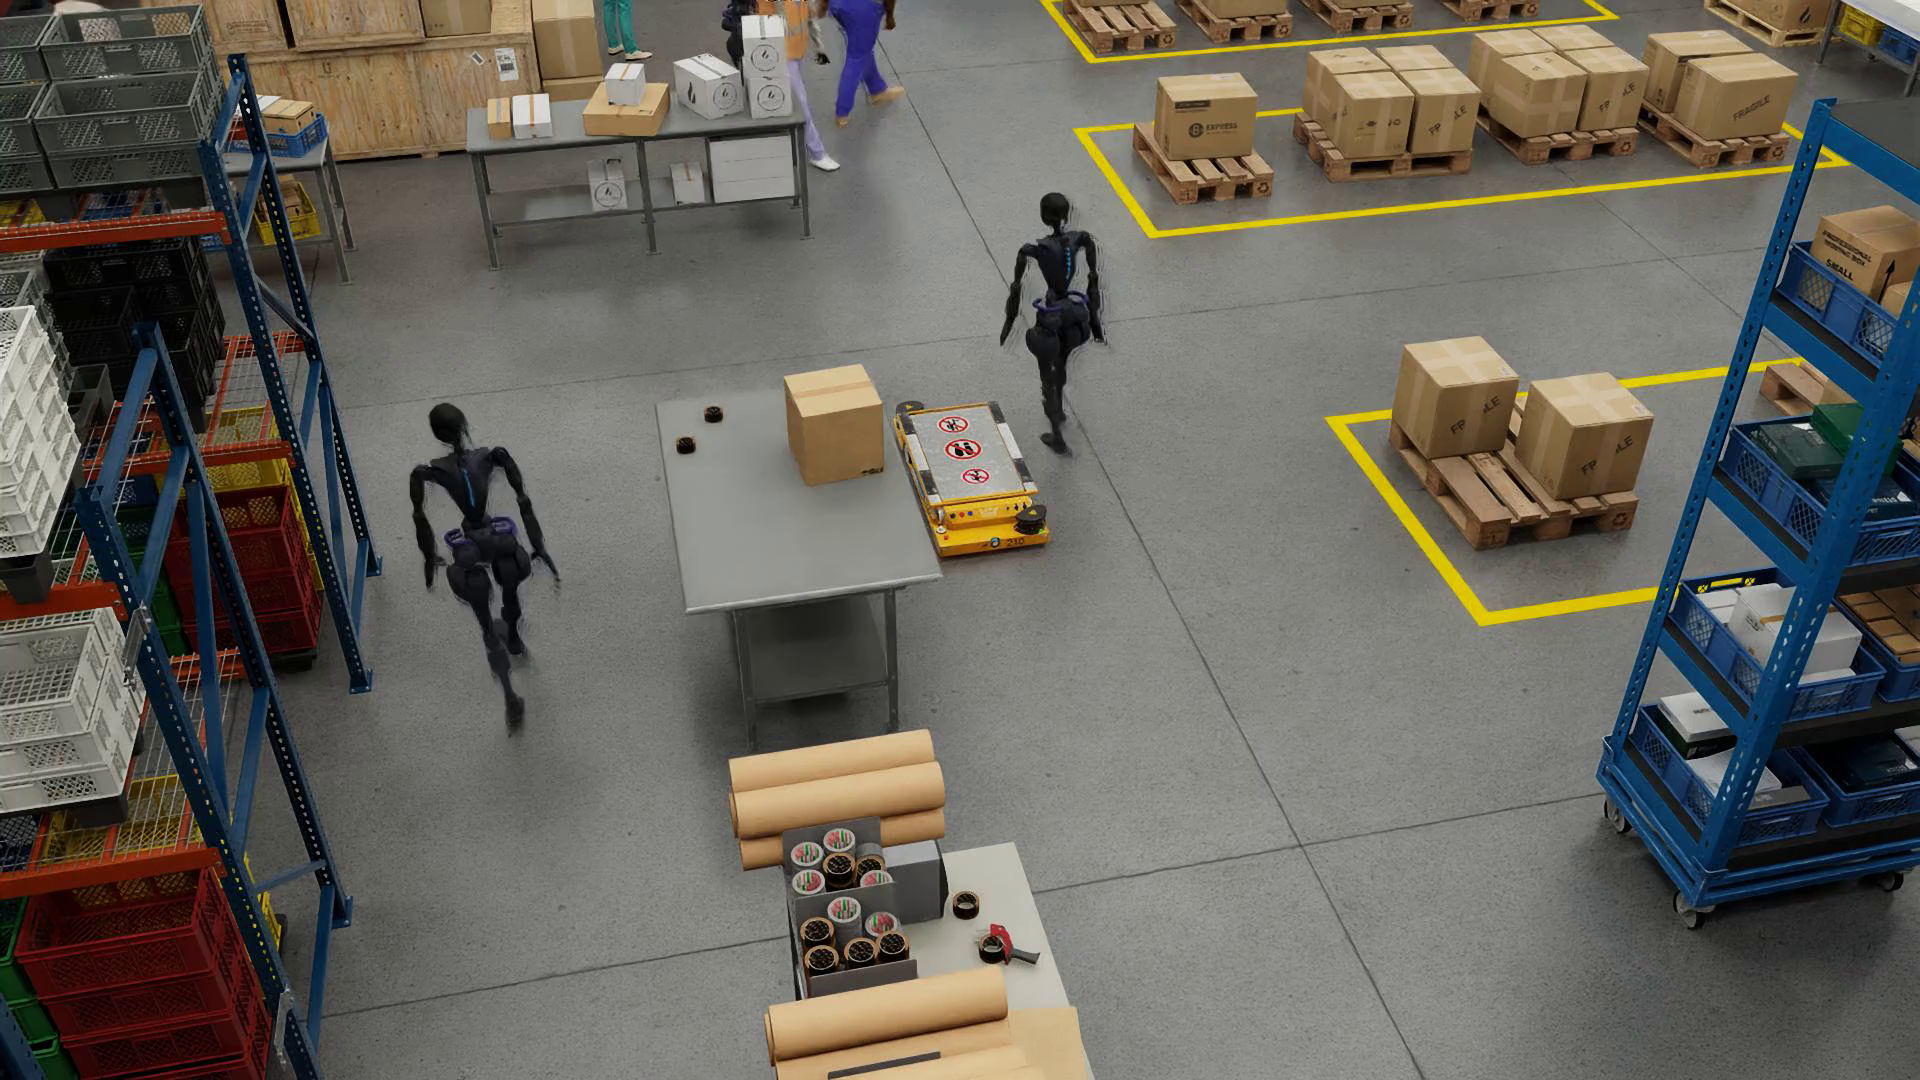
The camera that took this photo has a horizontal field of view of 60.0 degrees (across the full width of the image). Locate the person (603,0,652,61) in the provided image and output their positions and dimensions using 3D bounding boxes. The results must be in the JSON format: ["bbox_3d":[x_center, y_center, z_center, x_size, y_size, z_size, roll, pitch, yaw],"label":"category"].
[{"bbox_3d":[-3.208,-5.388,15.542,0.524,1.765,0.326,31,46,35],"label":"person"}]

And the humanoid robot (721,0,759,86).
[{"bbox_3d":[-1.848,-4.386,14.265,0.368,1.648,0.666,5,37,6],"label":"humanoid robot"}]

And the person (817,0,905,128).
[{"bbox_3d":[-0.836,-4.621,14.282,0.857,2.000,0.712,-29,45,-33],"label":"person"}]

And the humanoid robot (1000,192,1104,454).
[{"bbox_3d":[0.573,-1.357,10.210,0.603,1.638,0.623,-19,40,-23],"label":"humanoid robot"}]

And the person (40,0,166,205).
[{"bbox_3d":[-6.570,-3.440,12.771,0.828,1.955,0.625,10,38,13],"label":"person"}]

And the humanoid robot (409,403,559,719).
[{"bbox_3d":[-2.343,0.095,8.301,0.635,1.637,0.782,-18,40,-23],"label":"humanoid robot"}]

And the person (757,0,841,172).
[{"bbox_3d":[-1.333,-3.994,13.572,0.890,1.875,0.598,20,41,24],"label":"person"}]

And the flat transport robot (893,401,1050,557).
[{"bbox_3d":[0.046,-0.430,10.108,0.652,0.197,1.431,-8,37,-10],"label":"flat transport robot"}]
